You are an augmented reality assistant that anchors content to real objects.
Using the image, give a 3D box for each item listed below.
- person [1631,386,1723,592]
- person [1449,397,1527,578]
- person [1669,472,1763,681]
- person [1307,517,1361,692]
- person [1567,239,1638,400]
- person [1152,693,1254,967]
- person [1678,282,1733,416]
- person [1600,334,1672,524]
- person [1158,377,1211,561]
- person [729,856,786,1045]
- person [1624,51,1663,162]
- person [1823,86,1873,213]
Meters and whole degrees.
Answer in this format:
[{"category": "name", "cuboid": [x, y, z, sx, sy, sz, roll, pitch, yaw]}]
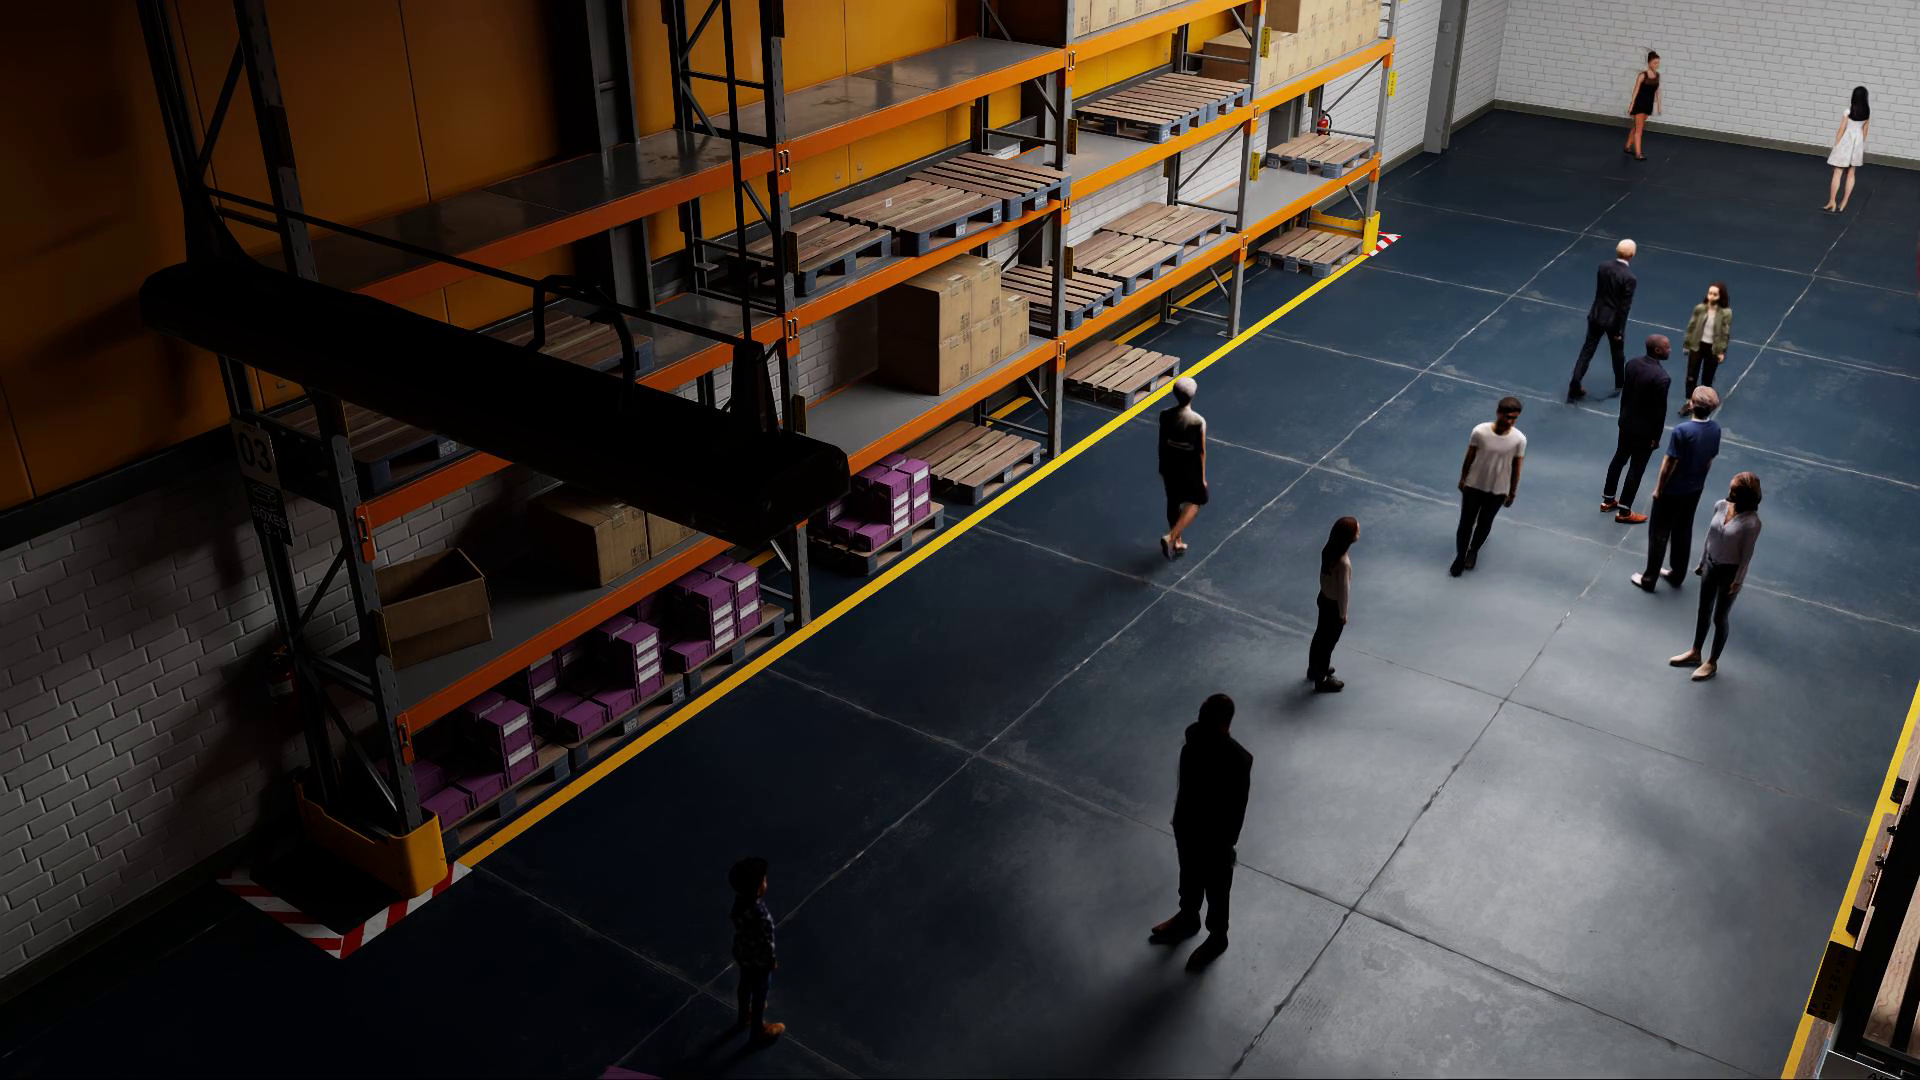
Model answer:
[{"category": "person", "cuboid": [6.194, -0.432, 14.244, 0.694, 1.863, 0.793, -9, 30, -15]}, {"category": "person", "cuboid": [4.641, -0.523, 14.585, 0.735, 1.696, 0.789, 13, 31, 22]}, {"category": "person", "cuboid": [5.982, 0.260, 13.047, 0.689, 1.794, 0.667, -10, 30, -18]}, {"category": "person", "cuboid": [2.895, 0.487, 12.957, 0.656, 1.482, 0.594, -5, 29, -8]}, {"category": "person", "cuboid": [6.871, -2.320, 17.816, 1.260, 1.756, 0.984, -18, 33, -29]}, {"category": "person", "cuboid": [1.524, 1.743, 10.213, 0.759, 1.904, 0.786, -17, 33, -28]}, {"category": "person", "cuboid": [7.902, -2.028, 17.582, 0.626, 1.468, 0.652, 22, 35, 34]}, {"category": "person", "cuboid": [6.284, -1.050, 15.424, 0.819, 1.817, 0.785, -8, 30, -14]}, {"category": "person", "cuboid": [1.921, -0.580, 14.640, 0.652, 1.742, 0.802, 20, 34, 32]}, {"category": "person", "cuboid": [-1.209, 2.386, 9.721, 0.558, 1.246, 0.555, -18, 34, -30]}, {"category": "person", "cuboid": [10.737, -6.870, 26.269, 0.961, 1.649, 0.958, -10, 30, -18]}, {"category": "person", "cuboid": [12.713, -5.593, 23.799, 0.773, 1.773, 0.810, 1, 29, 1]}]
